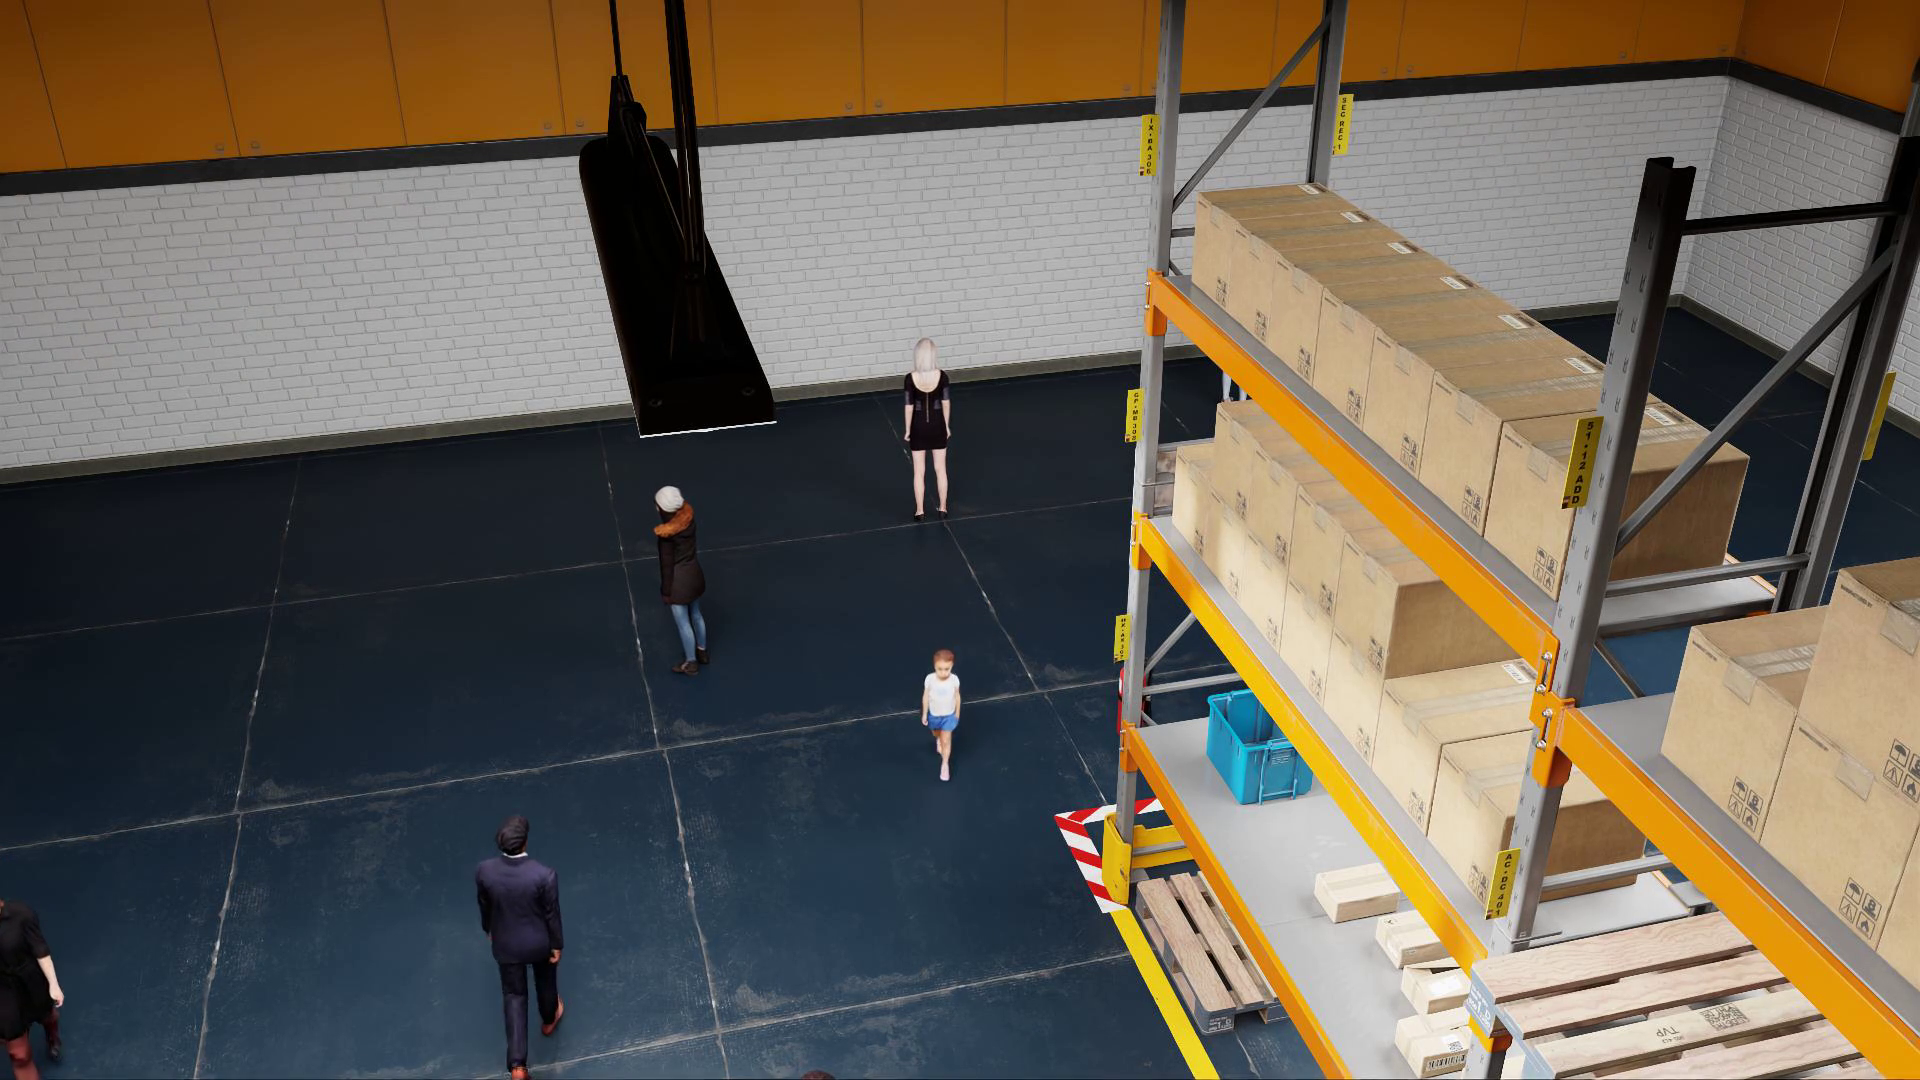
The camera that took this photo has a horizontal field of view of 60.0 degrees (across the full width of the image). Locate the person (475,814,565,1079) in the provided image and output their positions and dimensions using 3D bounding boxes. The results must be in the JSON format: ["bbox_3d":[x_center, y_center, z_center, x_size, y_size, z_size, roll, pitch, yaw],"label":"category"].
[{"bbox_3d":[-2.485,2.325,9.379,0.805,1.701,1.129,-1,29,-2],"label":"person"}]

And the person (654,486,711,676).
[{"bbox_3d":[-2.189,0.313,13.141,0.777,1.631,0.695,11,30,19],"label":"person"}]

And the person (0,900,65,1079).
[{"bbox_3d":[-5.198,2.443,9.199,0.757,1.665,1.113,-14,32,-25],"label":"person"}]

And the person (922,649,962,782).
[{"bbox_3d":[-0.132,1.215,12.137,0.577,1.007,0.756,4,29,7],"label":"person"}]

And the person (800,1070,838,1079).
[{"bbox_3d":[-0.647,3.148,8.025,0.687,1.552,0.616,12,31,22],"label":"person"}]

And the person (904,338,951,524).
[{"bbox_3d":[-0.298,-1.010,15.359,0.604,1.829,0.536,-3,29,-6],"label":"person"}]
